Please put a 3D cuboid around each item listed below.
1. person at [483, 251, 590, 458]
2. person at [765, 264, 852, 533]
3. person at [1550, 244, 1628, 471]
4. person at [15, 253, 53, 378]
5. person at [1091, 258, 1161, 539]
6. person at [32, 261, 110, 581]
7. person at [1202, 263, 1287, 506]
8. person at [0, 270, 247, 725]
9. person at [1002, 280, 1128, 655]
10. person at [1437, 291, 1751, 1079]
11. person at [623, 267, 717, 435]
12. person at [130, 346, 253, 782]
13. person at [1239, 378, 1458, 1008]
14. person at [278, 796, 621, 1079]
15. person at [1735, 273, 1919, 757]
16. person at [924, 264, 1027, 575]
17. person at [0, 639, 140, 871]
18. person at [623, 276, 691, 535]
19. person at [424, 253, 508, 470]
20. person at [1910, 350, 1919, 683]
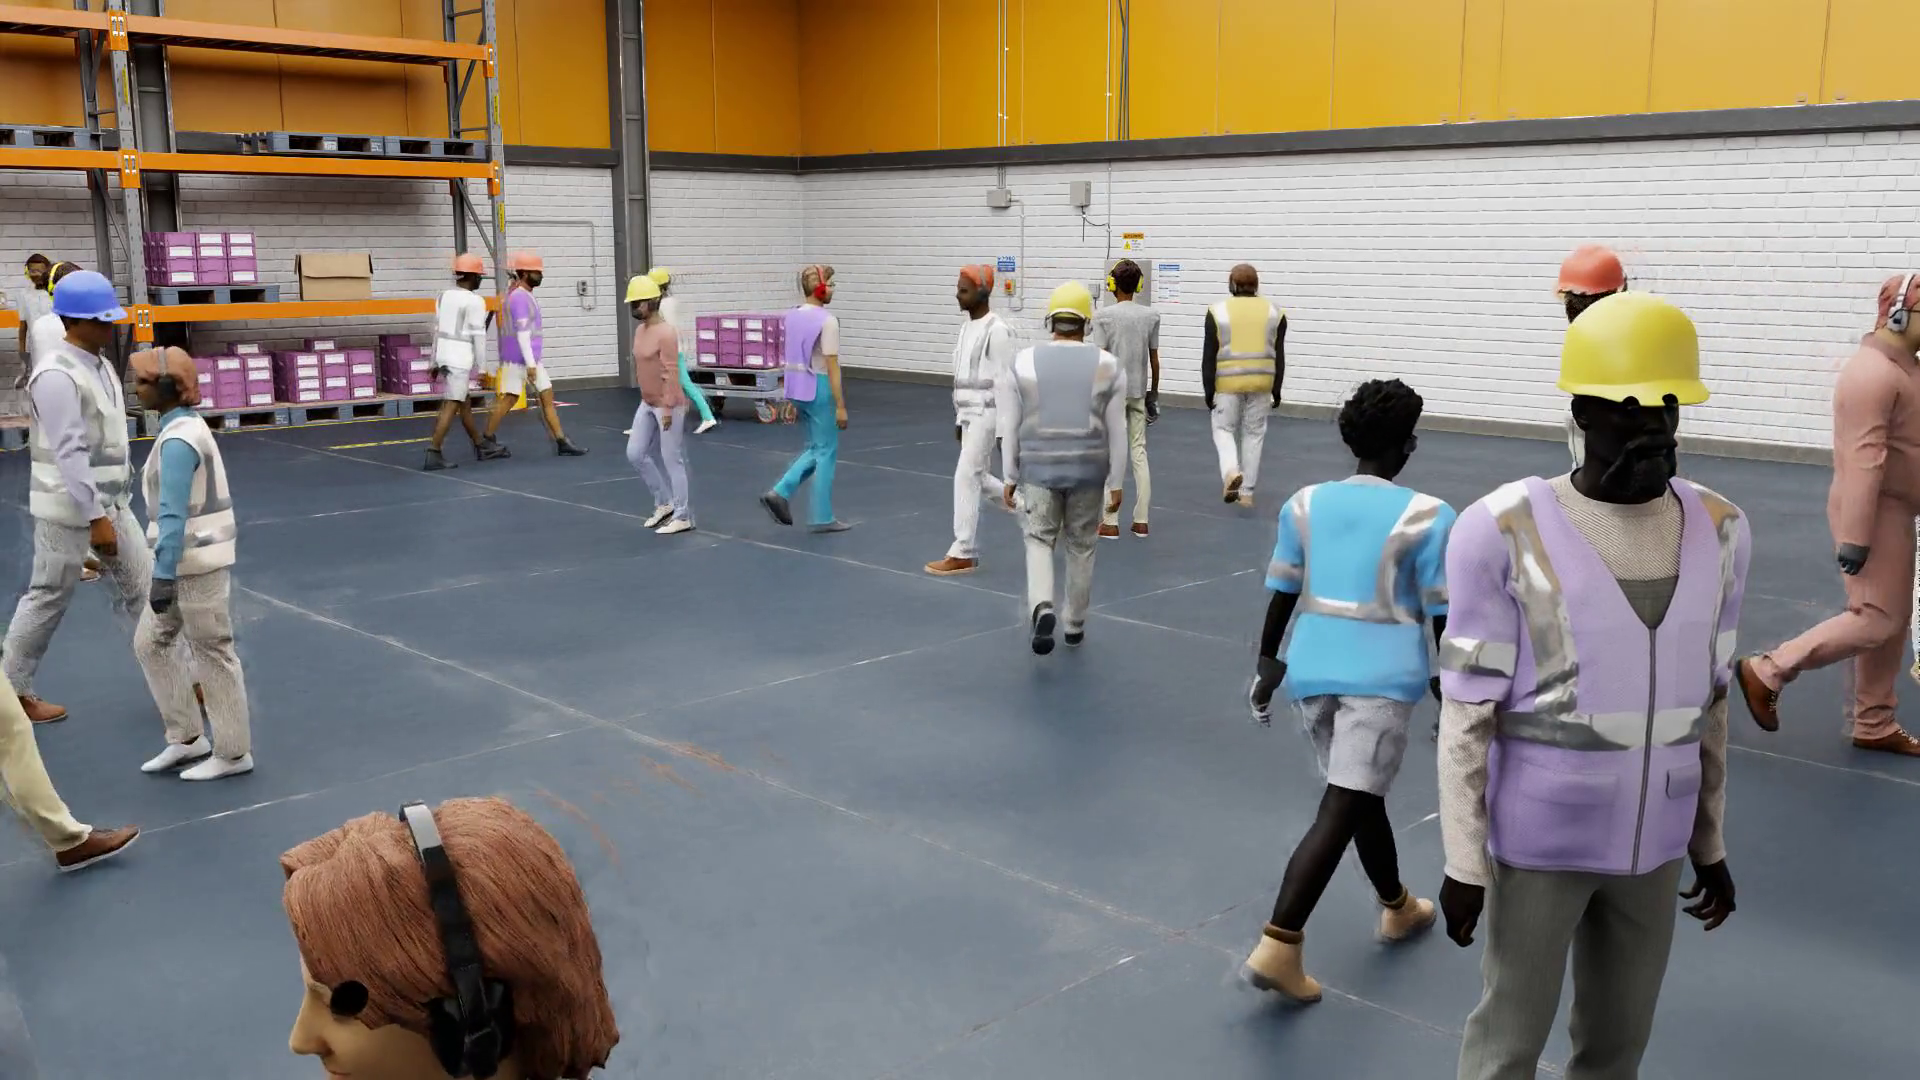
[{"bbox_3d":[-3.953,-1.671,15.099,1.006,1.889,0.568,0,10,-2],"label":"person"},{"bbox_3d":[-1.001,-0.937,11.225,0.496,1.830,0.565,-6,12,-31],"label":"person"},{"bbox_3d":[2.795,-0.283,7.243,1.075,1.975,0.649,-2,11,-9],"label":"person"},{"bbox_3d":[-8.322,-1.678,15.200,0.509,1.860,0.318,-2,11,-12],"label":"person"},{"bbox_3d":[1.087,-0.940,11.137,0.534,1.869,0.315,-4,11,-18],"label":"person"},{"bbox_3d":[-5.234,-0.699,9.824,0.319,1.870,0.521,-1,10,-3],"label":"person"},{"bbox_3d":[2.103,-1.130,12.311,0.623,1.822,0.546,0,10,0],"label":"person"},{"bbox_3d":[-3.584,-0.153,6.814,1.022,1.884,0.623,-1,10,-6],"label":"person"},{"bbox_3d":[0.502,-0.324,7.932,0.605,1.811,0.621,1,10,5],"label":"person"},{"bbox_3d":[1.141,0.524,2.998,0.593,1.926,0.366,-3,11,-14],"label":"person"},{"bbox_3d":[-2.927,-1.906,16.880,0.939,1.712,0.507,0,10,-2],"label":"person"},{"bbox_3d":[-2.893,0.107,6.078,0.524,1.617,0.545,-5,11,-24],"label":"person"},{"bbox_3d":[1.051,0.393,4.492,0.885,1.643,0.537,-9,14,-42],"label":"person"},{"bbox_3d":[-0.392,0.988,1.353,0.848,1.589,0.529,-6,12,-29],"label":"person"},{"bbox_3d":[3.495,-0.088,6.470,0.646,1.886,0.647,7,13,34],"label":"person"},{"bbox_3d":[0.189,-0.724,9.980,0.784,1.858,0.581,-3,11,-18],"label":"person"},{"bbox_3d":[-3.082,0.306,5.095,0.812,1.581,0.504,-9,14,-41],"label":"person"},{"bbox_3d":[-2.043,-0.904,11.251,0.432,1.749,0.540,-9,14,-40],"label":"person"},{"bbox_3d":[-4.373,-1.564,14.582,0.552,1.870,0.977,8,13,37],"label":"person"},{"bbox_3d":[4.454,-0.242,7.436,0.662,1.827,0.447,5,11,25],"label":"person"}]
